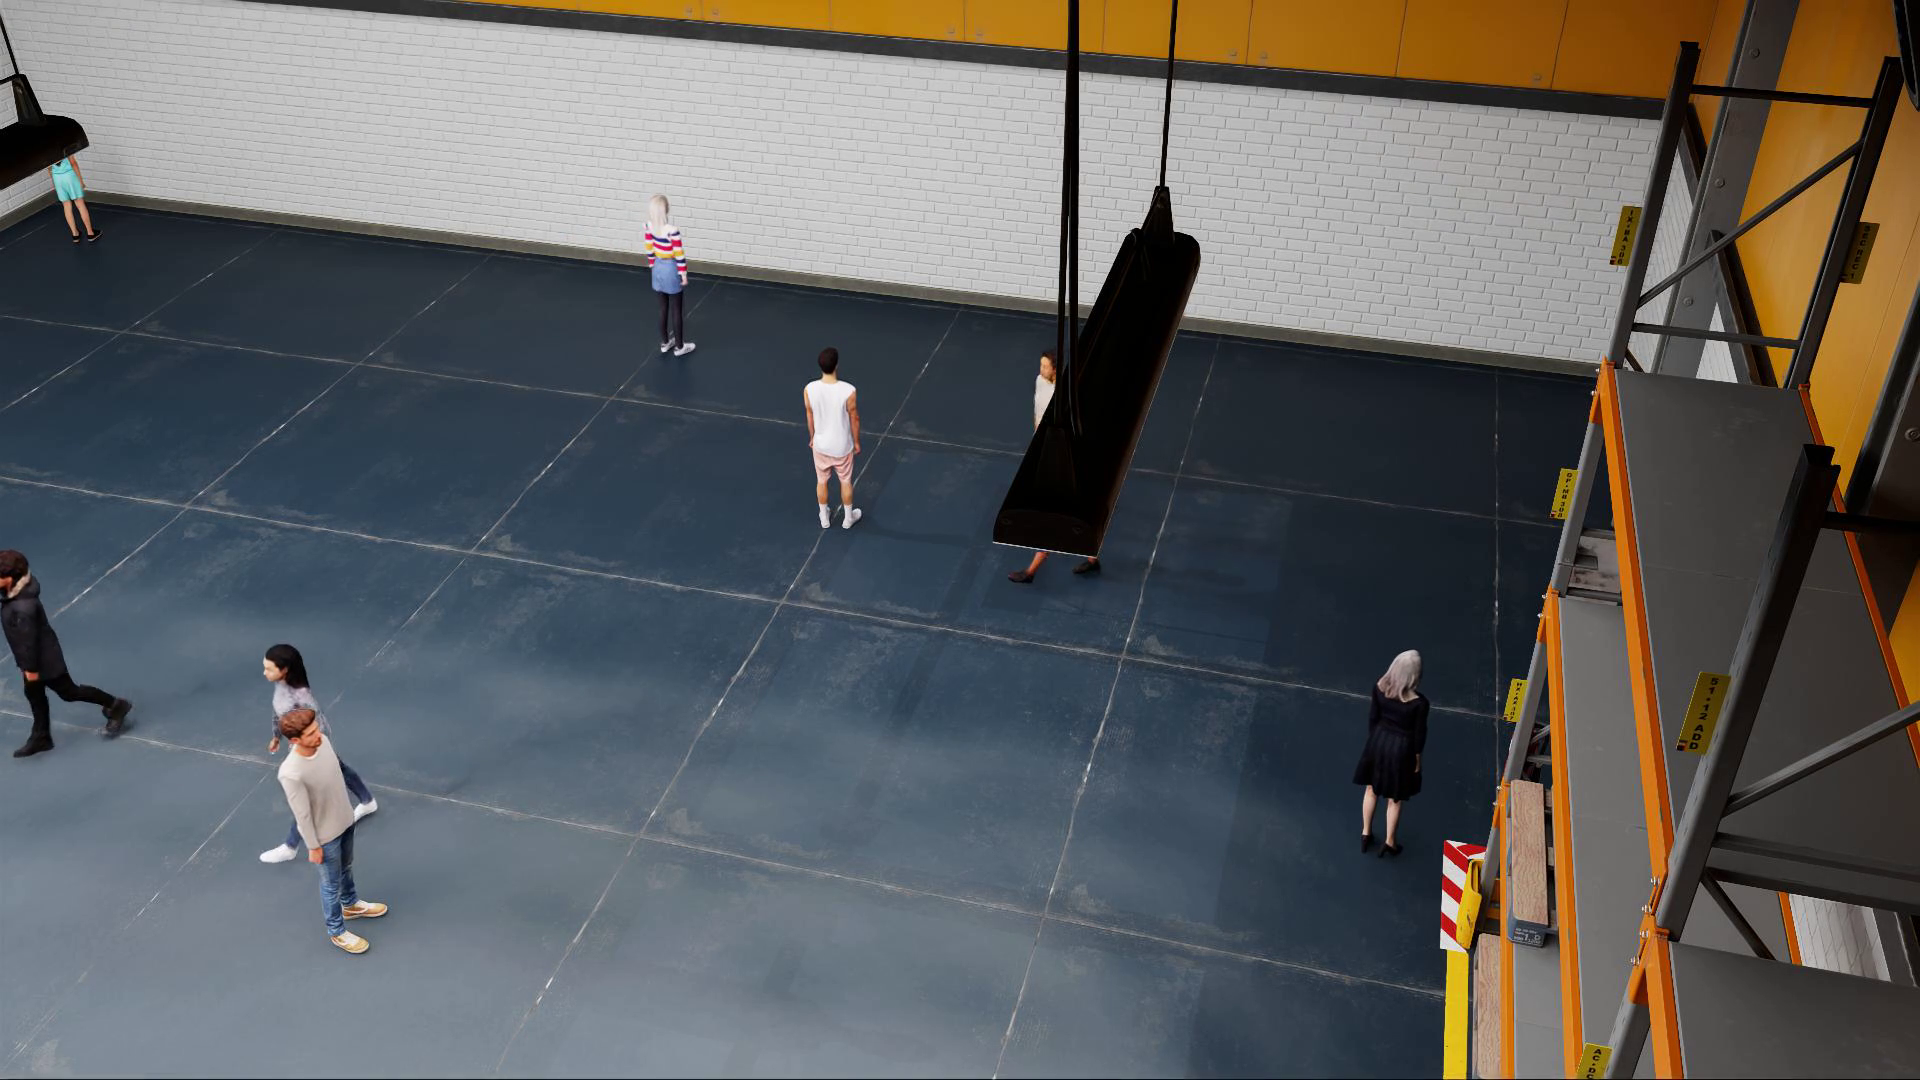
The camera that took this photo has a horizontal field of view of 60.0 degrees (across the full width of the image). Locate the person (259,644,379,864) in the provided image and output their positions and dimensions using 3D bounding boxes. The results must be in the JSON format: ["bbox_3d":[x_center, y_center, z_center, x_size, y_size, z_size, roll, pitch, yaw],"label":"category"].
[{"bbox_3d":[-4.456,1.387,11.640,1.190,1.689,1.053,-23,40,-30],"label":"person"}]

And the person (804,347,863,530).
[{"bbox_3d":[-1.149,-0.901,14.991,0.659,1.789,0.603,4,34,7],"label":"person"}]

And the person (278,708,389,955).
[{"bbox_3d":[-4.106,1.838,10.768,0.766,1.903,0.559,3,34,4],"label":"person"}]

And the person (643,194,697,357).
[{"bbox_3d":[-3.163,-2.868,17.934,0.708,1.808,0.623,20,38,27],"label":"person"}]

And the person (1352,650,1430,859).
[{"bbox_3d":[2.982,1.471,11.461,0.687,1.747,0.702,25,41,33],"label":"person"}]

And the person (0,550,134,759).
[{"bbox_3d":[-6.783,0.827,12.428,1.189,1.750,1.027,-25,41,-33],"label":"person"}]

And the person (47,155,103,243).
[{"bbox_3d":[-11.043,-4.451,20.542,0.619,1.558,0.637,-2,34,-4],"label":"person"}]
